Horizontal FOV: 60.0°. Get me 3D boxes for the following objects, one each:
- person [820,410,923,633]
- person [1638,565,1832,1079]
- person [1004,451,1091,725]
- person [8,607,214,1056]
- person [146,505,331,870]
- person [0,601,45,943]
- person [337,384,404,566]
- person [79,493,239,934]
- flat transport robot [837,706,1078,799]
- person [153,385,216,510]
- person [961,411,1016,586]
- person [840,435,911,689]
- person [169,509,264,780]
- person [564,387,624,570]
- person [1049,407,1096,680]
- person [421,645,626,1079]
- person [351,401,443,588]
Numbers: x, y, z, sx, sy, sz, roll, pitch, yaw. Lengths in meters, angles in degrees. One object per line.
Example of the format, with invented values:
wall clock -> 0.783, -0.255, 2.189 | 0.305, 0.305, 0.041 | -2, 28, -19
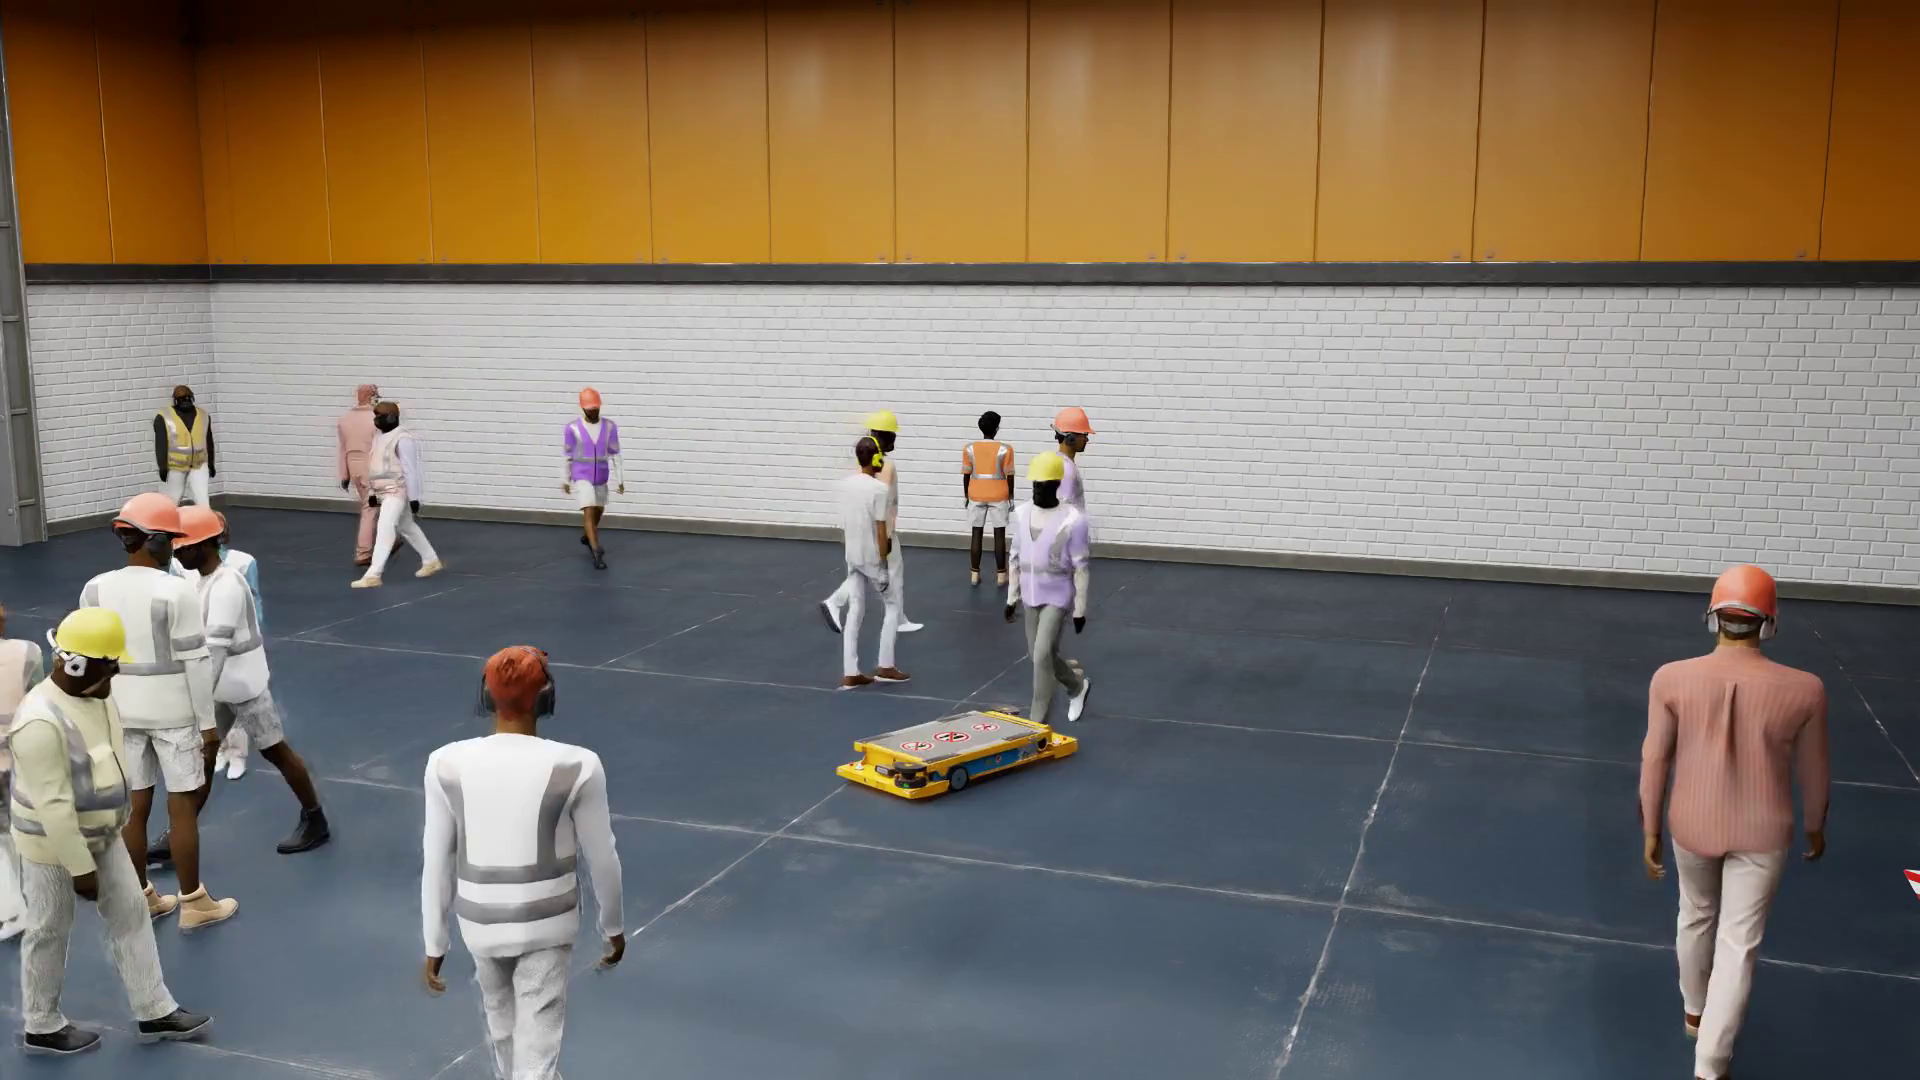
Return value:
person -> -0.738, -0.138, 13.876 | 0.819, 1.902, 0.594 | -4, 10, -25
person -> 2.929, 1.055, 6.281 | 0.615, 1.949, 0.958 | 6, 11, 34
person -> 0.621, 0.351, 10.827 | 0.583, 1.904, 0.839 | 9, 13, 44
person -> -3.288, 1.132, 6.352 | 0.799, 1.776, 0.609 | 0, 9, -2
person -> -3.745, 0.750, 8.484 | 1.029, 1.872, 0.568 | -7, 11, -36
person -> -4.394, 1.019, 7.549 | 0.557, 1.619, 0.534 | 5, 11, 30
person -> -6.086, -0.695, 17.434 | 0.661, 1.863, 0.927 | 5, 10, 26
person -> -3.676, 0.797, 7.650 | 0.605, 2.033, 0.392 | 2, 9, 13
flat transport robot -> 0.002, 1.274, 10.138 | 1.431, 0.197, 0.652 | -9, 13, -44
person -> -8.695, -0.851, 18.653 | 0.666, 1.794, 0.956 | -8, 12, -42
person -> 0.281, -0.402, 16.124 | 0.540, 1.695, 0.317 | 2, 9, 14
person -> -0.643, 0.156, 12.189 | 0.542, 1.846, 0.651 | 8, 12, 41
person -> -4.478, 0.631, 9.969 | 0.527, 1.620, 0.590 | 0, 9, -3
person -> -3.844, -0.675, 17.319 | 0.591, 1.878, 1.039 | -5, 11, -30
person -> 0.805, 0.027, 12.423 | 0.408, 2.036, 0.610 | -1, 9, -4
person -> -1.397, 1.243, 5.471 | 0.601, 1.838, 0.939 | 1, 9, 4
person -> -5.515, -0.468, 16.268 | 0.978, 1.801, 0.640 | -8, 12, -40
